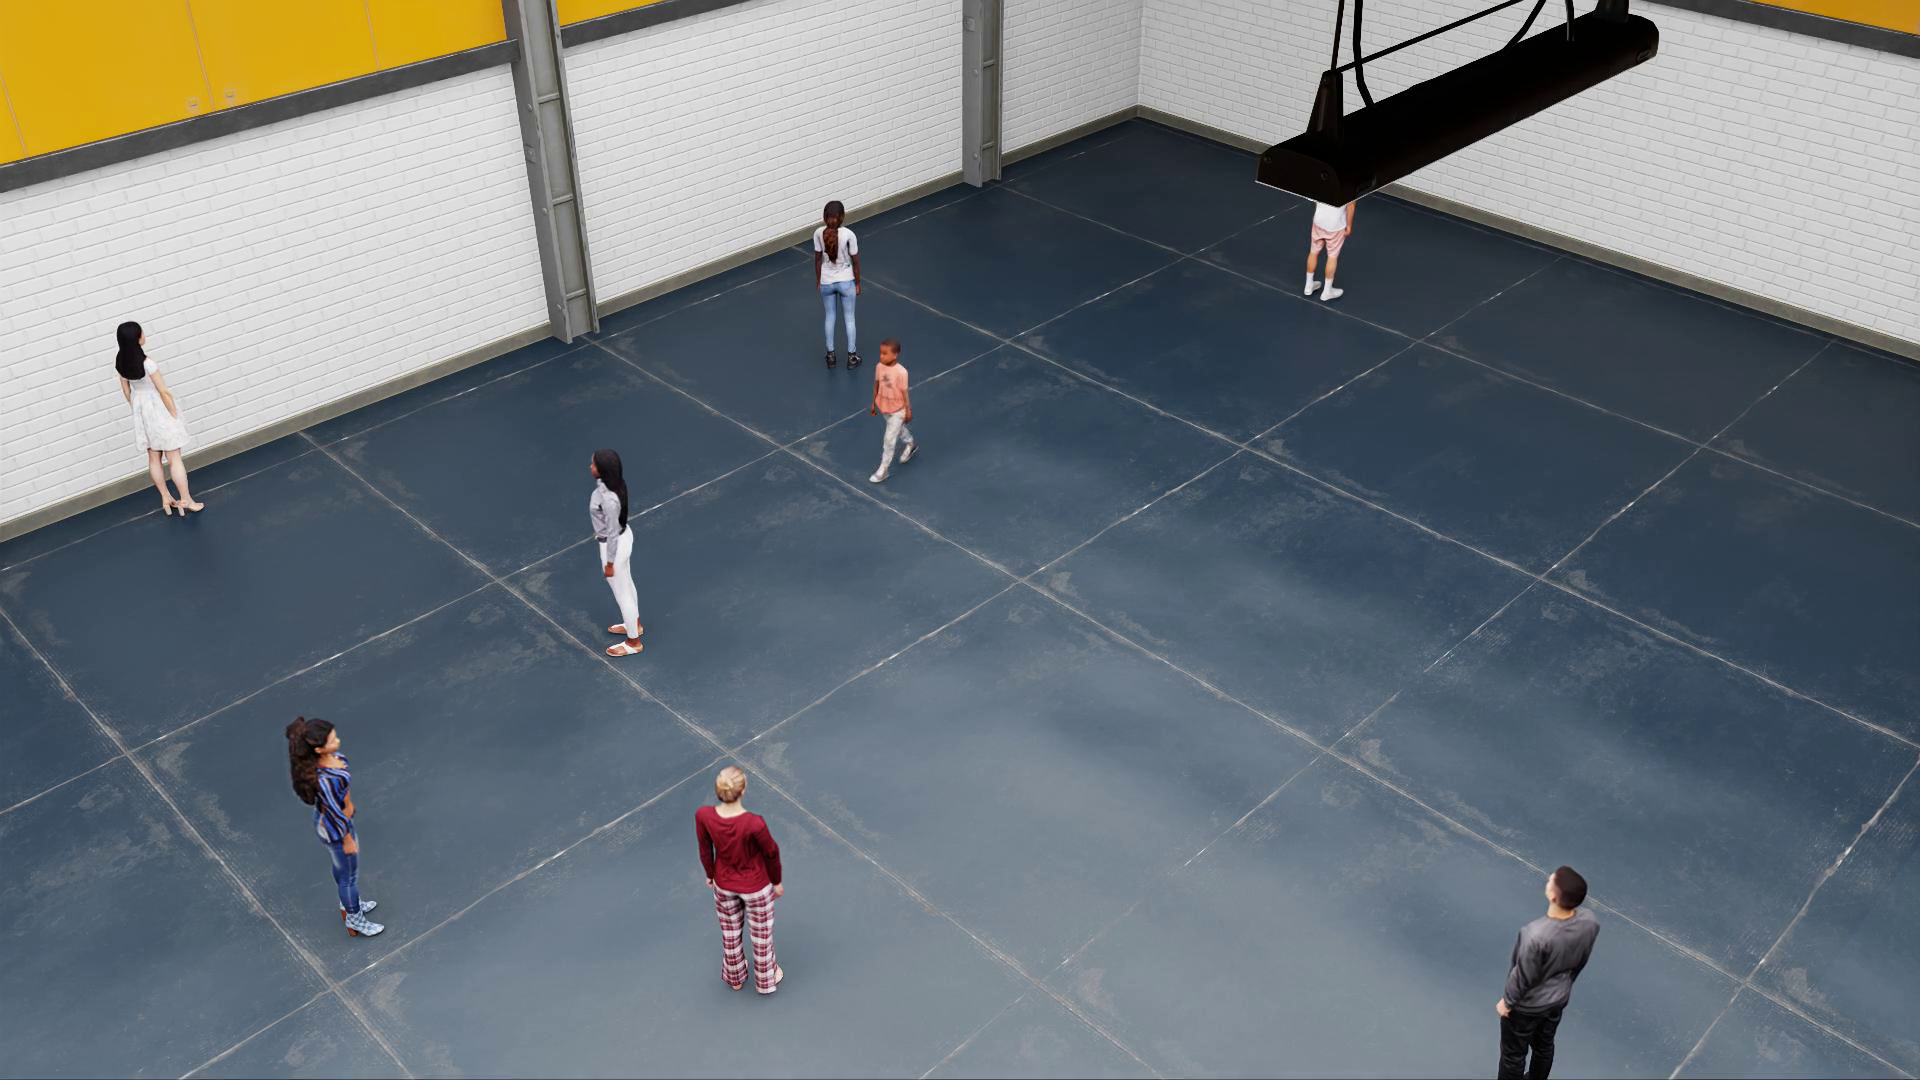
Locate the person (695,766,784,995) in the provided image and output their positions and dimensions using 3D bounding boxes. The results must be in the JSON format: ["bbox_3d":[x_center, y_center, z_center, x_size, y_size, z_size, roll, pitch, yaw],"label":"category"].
[{"bbox_3d":[-1.247,1.938,9.515,0.683,1.697,0.691,7,34,10],"label":"person"}]

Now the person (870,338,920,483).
[{"bbox_3d":[-0.545,-1.196,14.593,0.539,1.295,0.911,26,42,33],"label":"person"}]

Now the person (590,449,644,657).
[{"bbox_3d":[-2.543,0.067,12.304,0.711,1.725,0.672,-3,34,-5],"label":"person"}]

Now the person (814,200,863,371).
[{"bbox_3d":[-1.189,-2.483,16.147,0.664,1.719,0.692,5,34,7],"label":"person"}]

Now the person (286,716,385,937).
[{"bbox_3d":[-3.722,1.700,9.943,0.665,1.619,0.686,-14,36,-21],"label":"person"}]

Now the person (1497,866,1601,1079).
[{"bbox_3d":[3.052,2.394,8.771,0.608,1.761,0.749,-13,36,-19],"label":"person"}]

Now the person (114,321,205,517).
[{"bbox_3d":[-6.715,-1.011,13.883,0.763,1.774,0.789,10,35,14],"label":"person"}]
